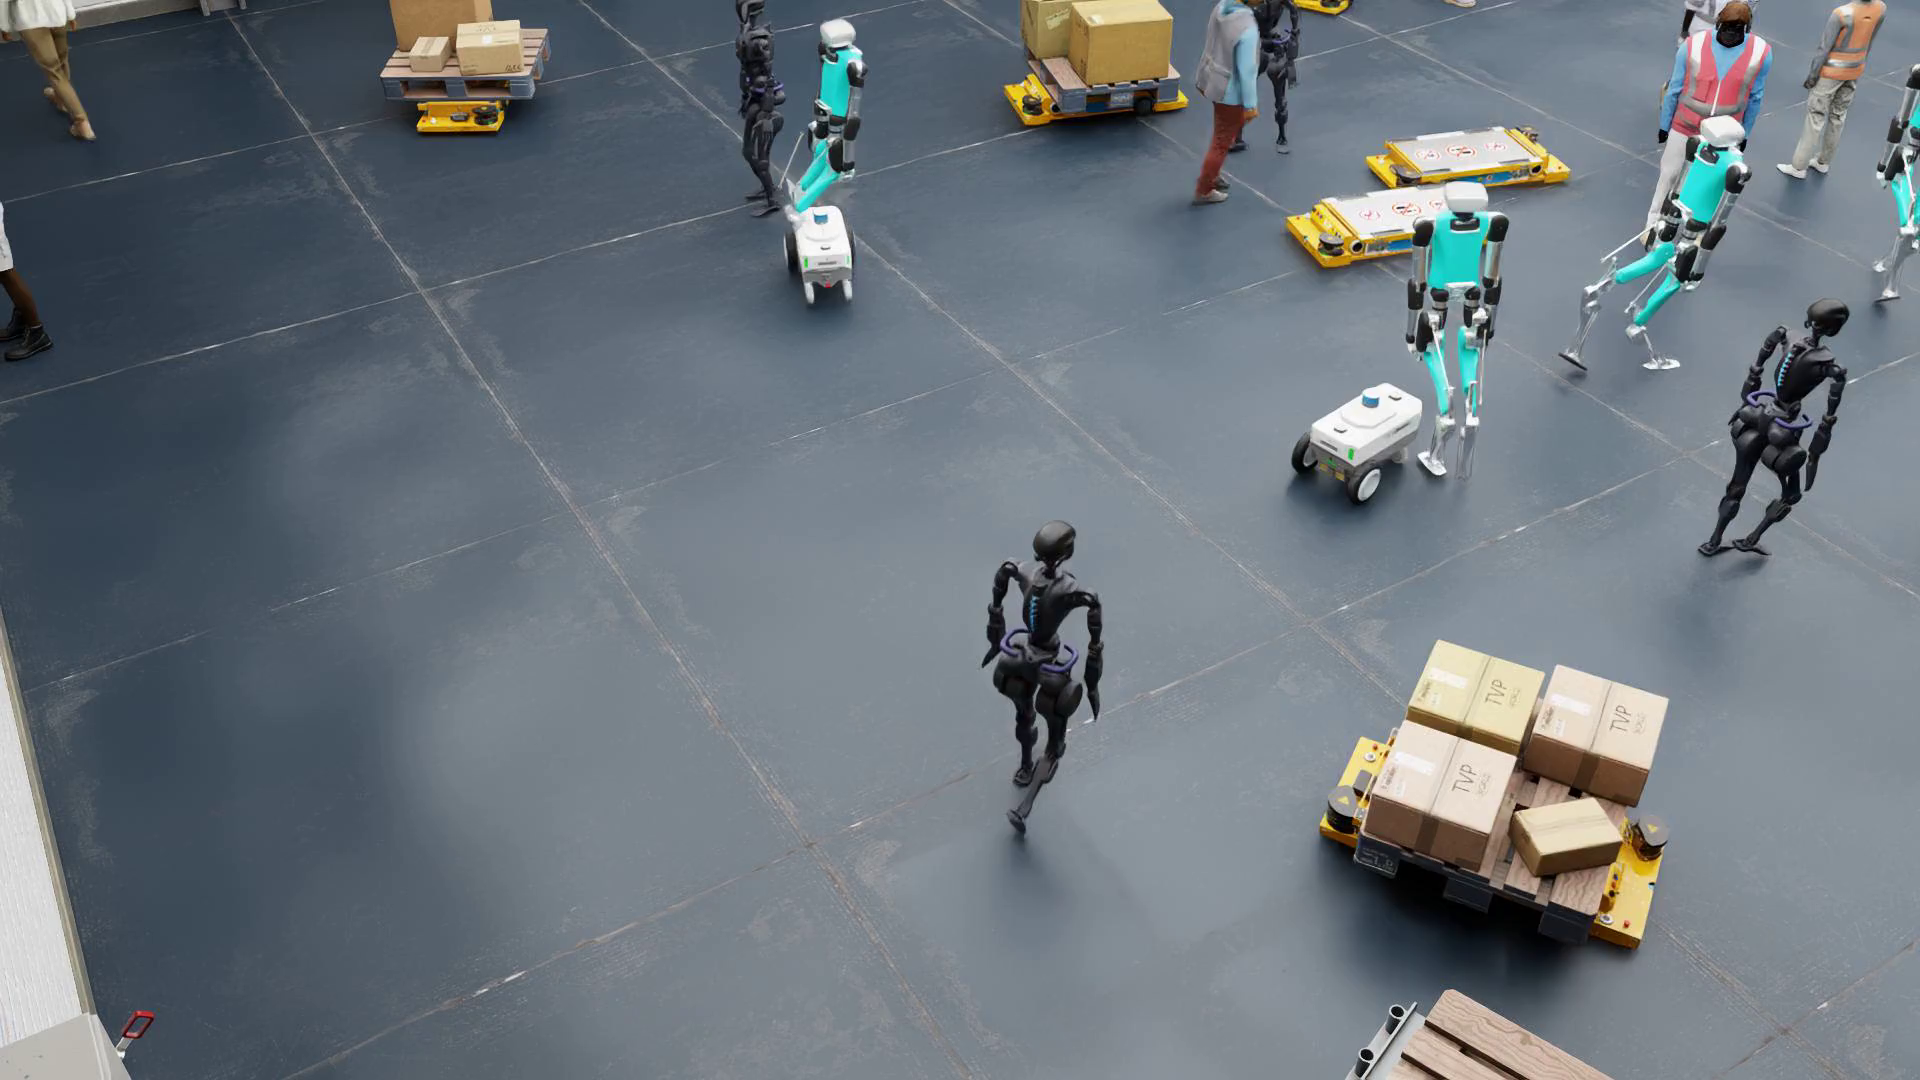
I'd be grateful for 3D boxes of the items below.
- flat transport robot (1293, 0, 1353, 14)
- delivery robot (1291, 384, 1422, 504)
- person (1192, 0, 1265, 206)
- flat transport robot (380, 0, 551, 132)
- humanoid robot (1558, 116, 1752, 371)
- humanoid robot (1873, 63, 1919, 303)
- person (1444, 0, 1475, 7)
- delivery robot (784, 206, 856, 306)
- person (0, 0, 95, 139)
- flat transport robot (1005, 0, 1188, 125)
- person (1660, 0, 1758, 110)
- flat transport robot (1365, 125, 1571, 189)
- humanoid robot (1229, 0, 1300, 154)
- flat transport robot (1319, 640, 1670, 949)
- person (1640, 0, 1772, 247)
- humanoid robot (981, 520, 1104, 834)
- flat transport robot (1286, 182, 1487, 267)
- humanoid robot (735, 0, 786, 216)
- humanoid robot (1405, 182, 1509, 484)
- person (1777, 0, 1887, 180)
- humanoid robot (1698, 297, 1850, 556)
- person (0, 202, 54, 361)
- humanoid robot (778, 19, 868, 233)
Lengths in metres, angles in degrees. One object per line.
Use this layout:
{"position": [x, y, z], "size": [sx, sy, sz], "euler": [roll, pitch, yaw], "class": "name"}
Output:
{"position": [3.649, -5.473, 16.198], "size": [0.659, 0.231, 1.431], "euler": [22, 43, 26], "class": "flat transport robot"}
{"position": [2.365, -0.614, 9.839], "size": [0.769, 0.598, 0.522], "euler": [-28, 46, -31], "class": "delivery robot"}
{"position": [2.002, -3.282, 12.155], "size": [0.553, 1.855, 0.559], "euler": [-11, 40, -14], "class": "person"}
{"position": [-4.135, -3.843, 14.141], "size": [0.659, 0.231, 1.431], "euler": [-1, 38, -1], "class": "flat transport robot"}
{"position": [4.230, -1.739, 10.350], "size": [1.018, 1.777, 0.531], "euler": [-9, 39, -11], "class": "humanoid robot"}
{"position": [6.489, -2.375, 11.152], "size": [0.534, 1.784, 1.013], "euler": [8, 39, 10], "class": "humanoid robot"}
{"position": [4.845, -5.974, 15.529], "size": [0.343, 1.882, 0.586], "euler": [16, 41, 20], "class": "person"}
{"position": [-0.964, -2.036, 11.642], "size": [0.499, 0.608, 0.797], "euler": [-6, 39, -8], "class": "delivery robot"}
{"position": [-7.421, -4.139, 13.351], "size": [0.928, 1.713, 0.537], "euler": [22, 43, 25], "class": "person"}
{"position": [1.151, -3.795, 14.080], "size": [1.431, 0.231, 0.659], "euler": [-9, 39, -11], "class": "flat transport robot"}
{"position": [5.957, -4.026, 13.228], "size": [0.546, 1.683, 0.499], "euler": [0, 38, 0], "class": "person"}
{"position": [3.976, -2.956, 13.022], "size": [1.431, 0.231, 0.659], "euler": [-9, 39, -11], "class": "flat transport robot"}
{"position": [2.412, -3.810, 12.986], "size": [0.616, 1.618, 0.562], "euler": [31, 48, 33], "class": "humanoid robot"}
{"position": [2.440, 1.328, 7.616], "size": [1.431, 0.231, 0.659], "euler": [18, 42, 21], "class": "flat transport robot"}
{"position": [5.235, -2.893, 11.690], "size": [0.629, 1.836, 0.431], "euler": [13, 40, 16], "class": "person"}
{"position": [0.313, 0.603, 7.413], "size": [0.610, 1.641, 0.632], "euler": [20, 42, 23], "class": "humanoid robot"}
{"position": [3.193, -2.319, 12.218], "size": [1.431, 0.231, 0.659], "euler": [-10, 39, -12], "class": "flat transport robot"}
{"position": [-1.465, -3.184, 12.173], "size": [0.323, 1.652, 0.604], "euler": [-18, 42, -21], "class": "humanoid robot"}
{"position": [2.827, -1.053, 9.506], "size": [0.555, 1.855, 0.800], "euler": [-2, 38, -2], "class": "humanoid robot"}
{"position": [6.688, -3.555, 12.680], "size": [0.511, 1.632, 0.311], "euler": [-13, 40, -16], "class": "person"}
{"position": [4.364, -0.585, 8.897], "size": [0.360, 1.652, 0.609], "euler": [-16, 41, -19], "class": "humanoid robot"}
{"position": [-6.259, -2.052, 10.540], "size": [0.357, 1.934, 0.550], "euler": [-25, 45, -28], "class": "person"}
{"position": [-1.014, -2.631, 11.443], "size": [0.766, 1.789, 0.546], "euler": [-21, 43, -24], "class": "humanoid robot"}
